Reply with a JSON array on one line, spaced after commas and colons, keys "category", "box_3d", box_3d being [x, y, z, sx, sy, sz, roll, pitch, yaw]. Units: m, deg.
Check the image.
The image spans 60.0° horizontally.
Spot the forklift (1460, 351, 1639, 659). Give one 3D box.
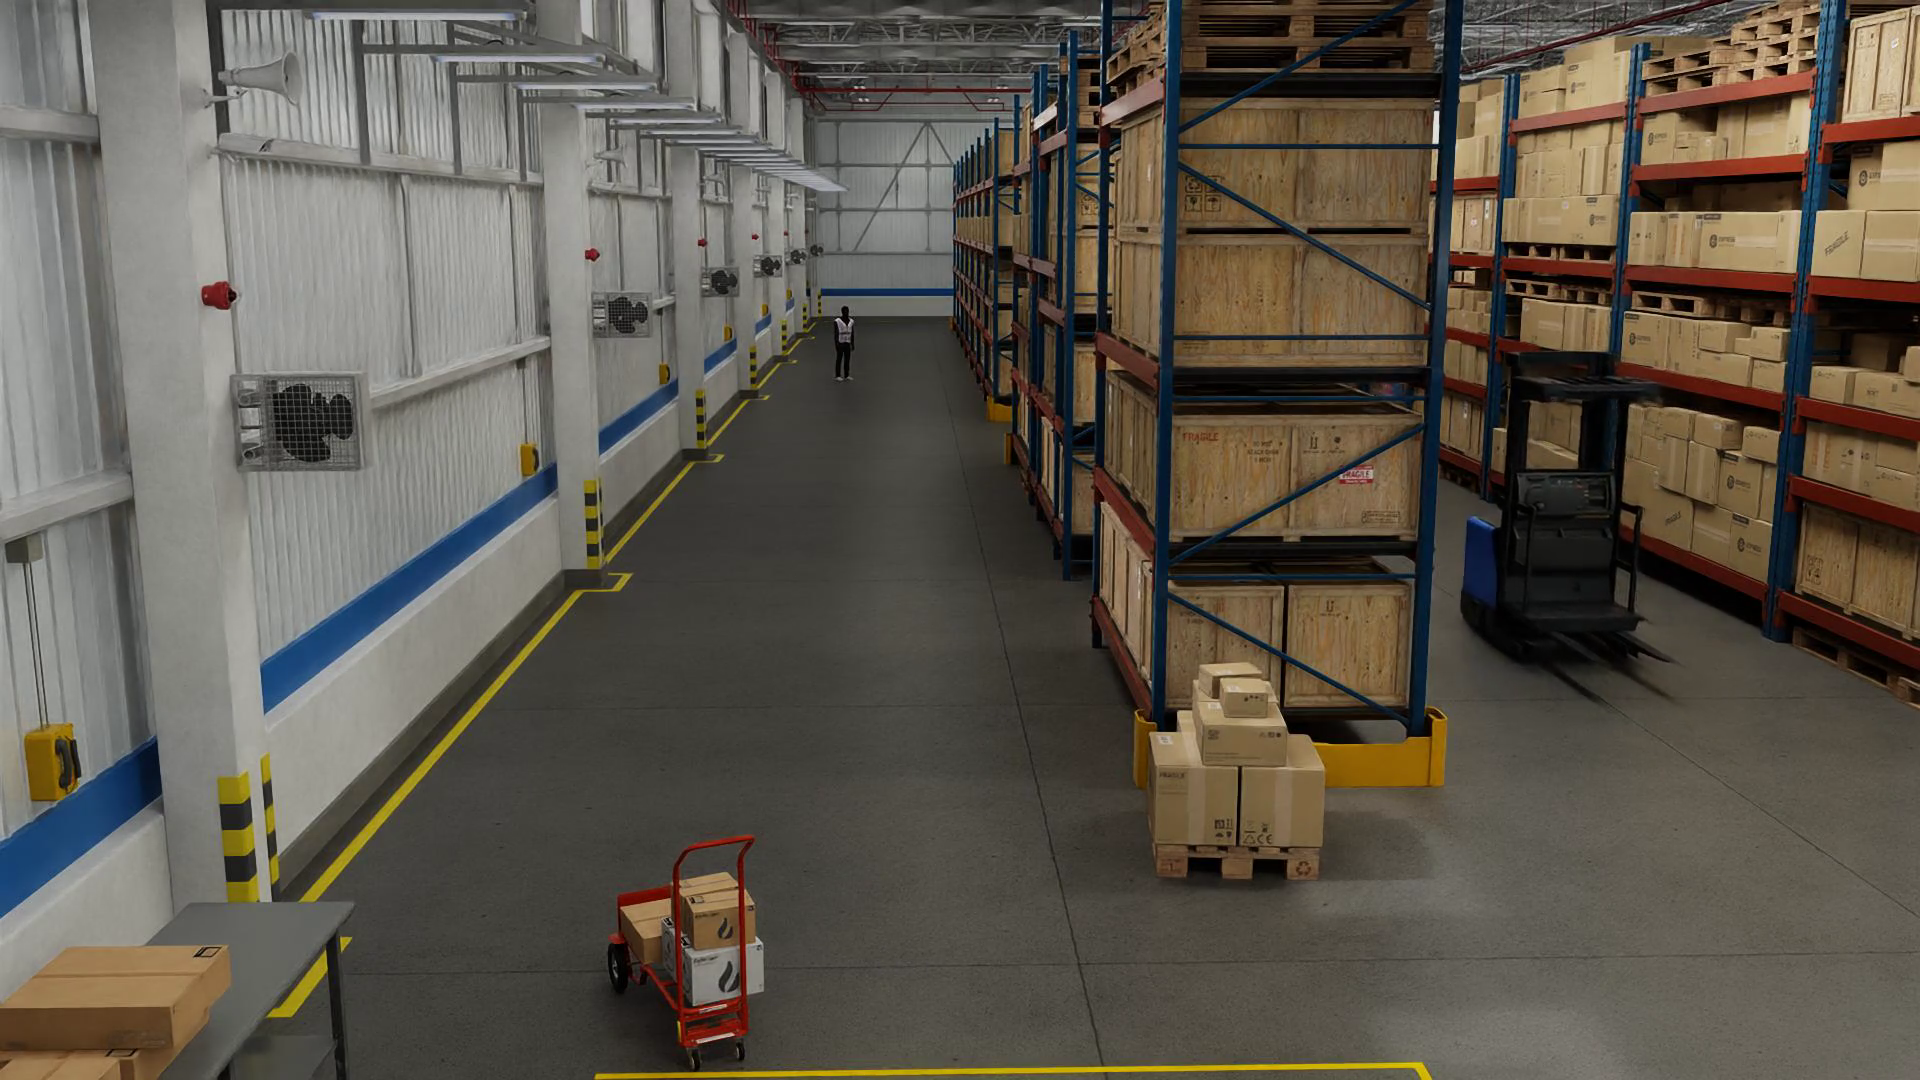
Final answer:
[{"category": "forklift", "box_3d": [5.700, -0.425, 16.060, 1.129, 2.768, 1.873, 0, 11, -2]}]

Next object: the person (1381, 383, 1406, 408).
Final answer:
[{"category": "person", "box_3d": [7.667, -2.432, 29.266, 0.512, 1.822, 0.624, 2, 11, 10]}]

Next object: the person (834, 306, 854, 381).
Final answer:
[{"category": "person", "box_3d": [-2.971, -5.018, 42.503, 0.587, 1.909, 0.396, -9, 14, -38]}]
